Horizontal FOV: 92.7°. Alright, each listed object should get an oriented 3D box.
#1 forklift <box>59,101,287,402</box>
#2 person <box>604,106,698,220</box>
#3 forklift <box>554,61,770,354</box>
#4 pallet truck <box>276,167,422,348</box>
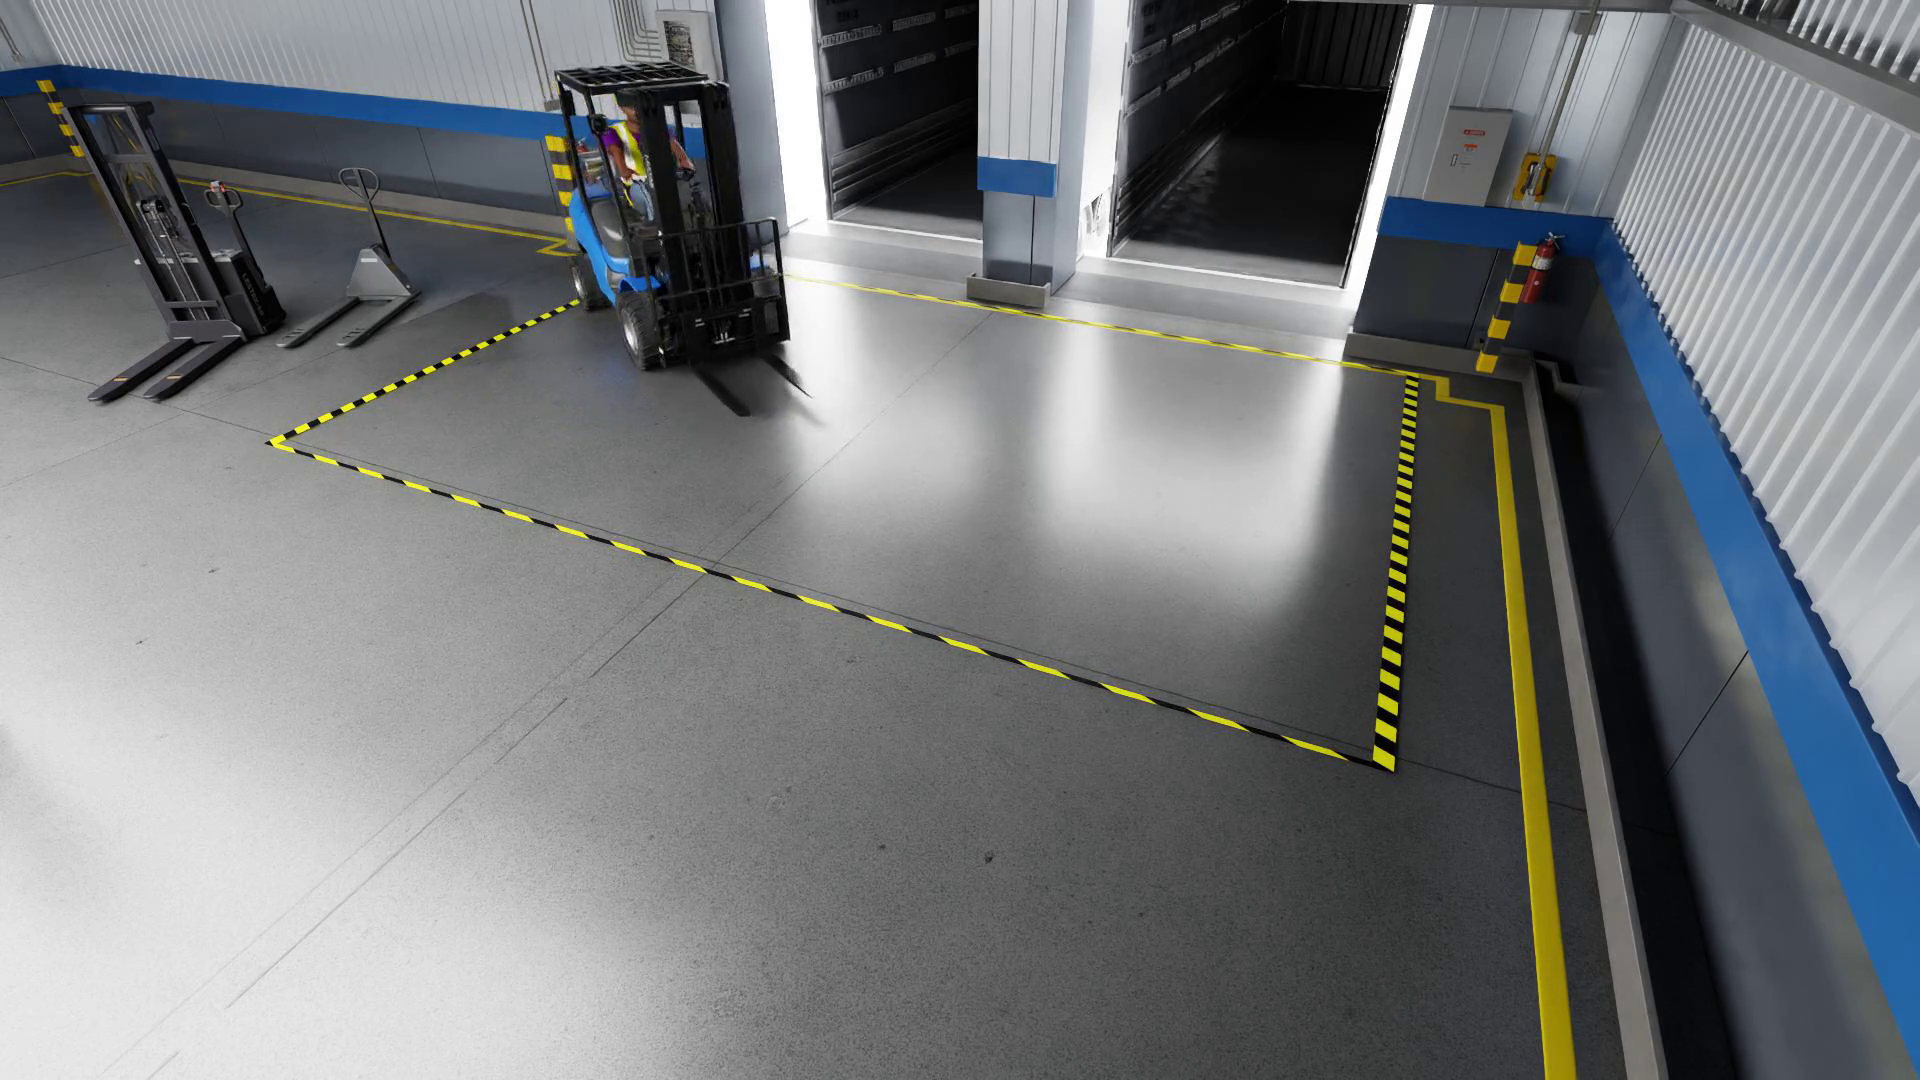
[{"bbox_3d":[-6.686,-2.387,7.434,0.823,1.965,1.885,-3,35,-5],"label":"forklift"},{"bbox_3d":[-2.617,-3.118,7.843,0.635,1.294,1.004,-20,40,-26],"label":"person"},{"bbox_3d":[-2.643,-2.996,7.995,1.157,2.036,2.680,-20,40,-26],"label":"forklift"},{"bbox_3d":[-5.732,-2.611,8.414,0.680,1.201,1.601,-1,35,-1],"label":"pallet truck"}]
